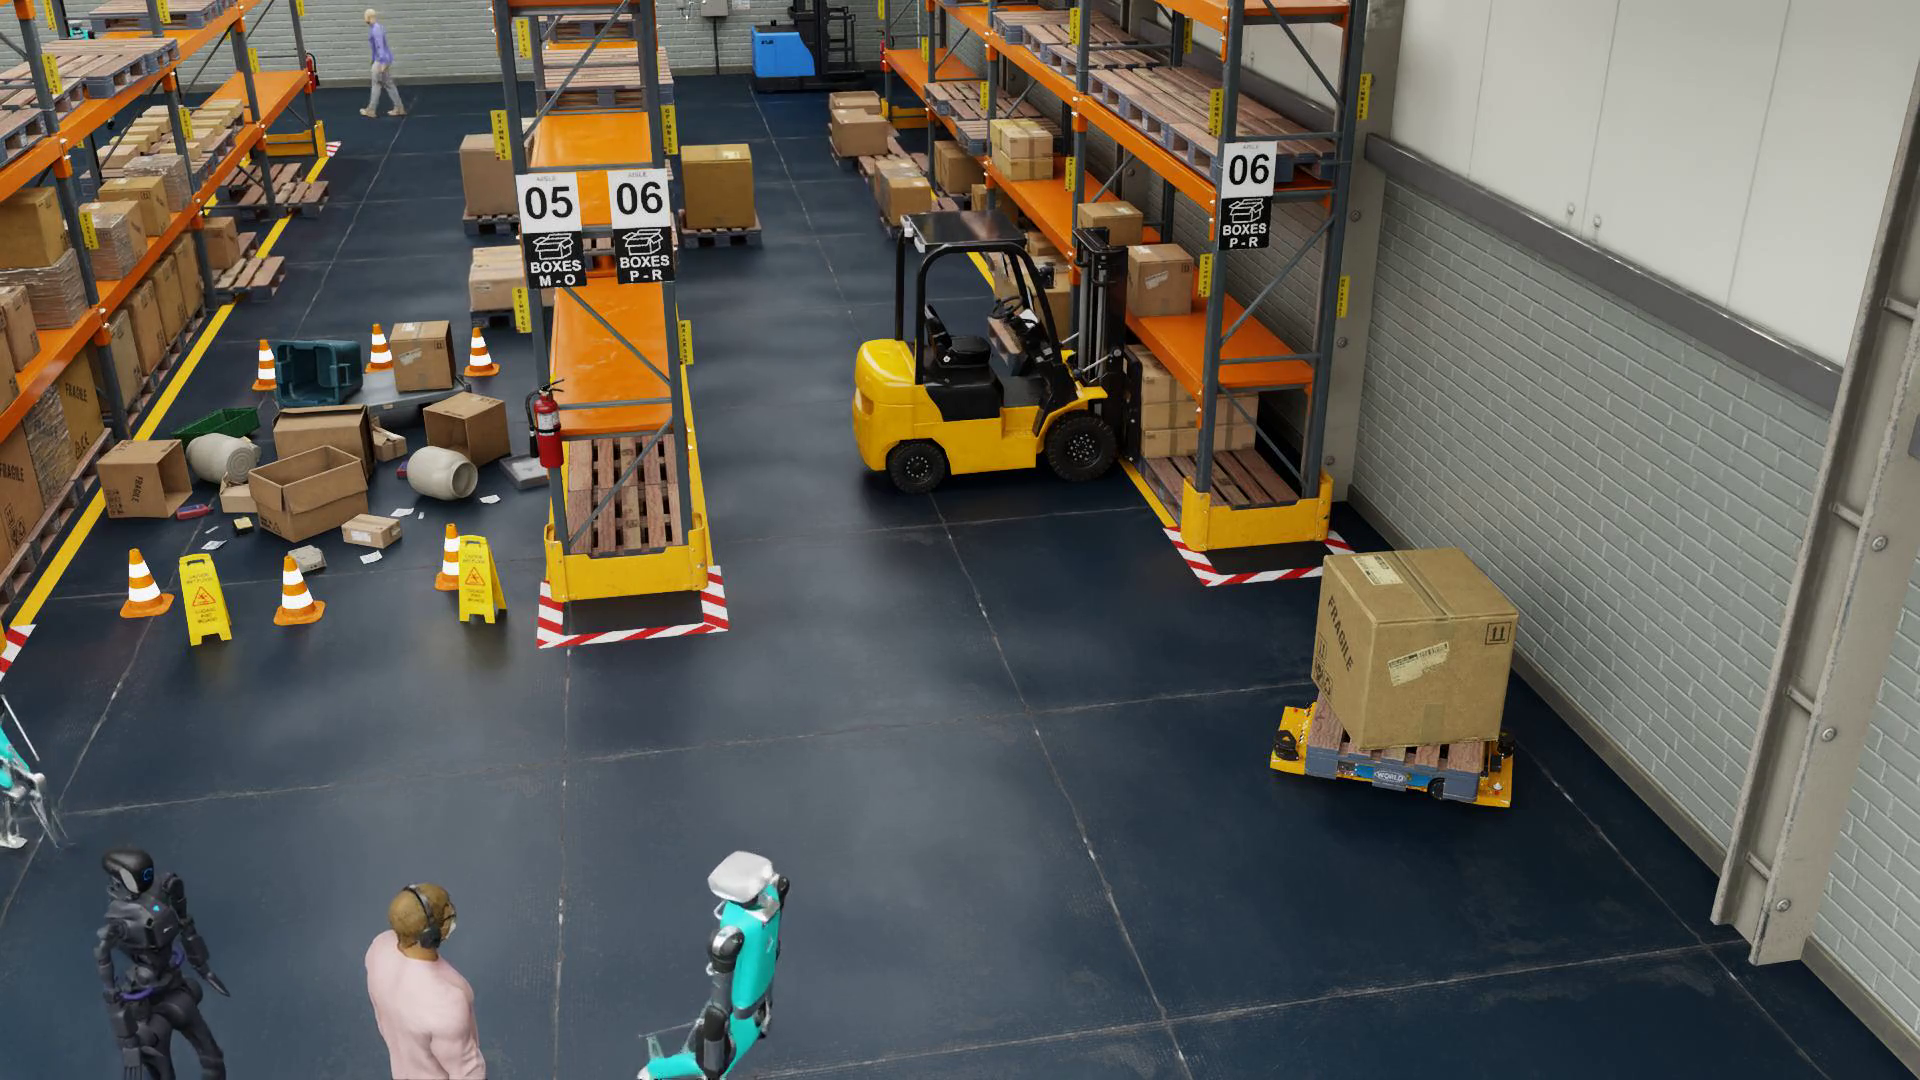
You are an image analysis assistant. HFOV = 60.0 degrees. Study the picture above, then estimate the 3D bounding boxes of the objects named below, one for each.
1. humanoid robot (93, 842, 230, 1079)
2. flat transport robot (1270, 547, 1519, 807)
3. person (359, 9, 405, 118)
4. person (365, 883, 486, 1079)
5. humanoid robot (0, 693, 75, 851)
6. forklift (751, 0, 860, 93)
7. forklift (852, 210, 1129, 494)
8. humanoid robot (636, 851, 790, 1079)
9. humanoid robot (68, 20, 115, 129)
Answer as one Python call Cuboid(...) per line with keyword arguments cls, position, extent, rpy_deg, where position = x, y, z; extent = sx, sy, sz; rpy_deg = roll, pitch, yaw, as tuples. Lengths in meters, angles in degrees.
Cuboid(cls="humanoid robot", position=(-3.465, 2.026, 7.274), extent=(0.379, 1.647, 0.596), rpy_deg=(6, 26, 11))
Cuboid(cls="flat transport robot", position=(2.709, 1.312, 10.398), extent=(1.431, 0.231, 0.659), rpy_deg=(8, 27, 16))
Cuboid(cls="person", position=(-9.919, -8.088, 28.255), extent=(0.767, 1.756, 0.665), rpy_deg=(-6, 26, -11))
Cuboid(cls="person", position=(-2.062, 2.184, 6.654), extent=(0.637, 1.936, 0.358), rpy_deg=(23, 34, 39))
Cuboid(cls="humanoid robot", position=(-5.423, 1.068, 9.331), extent=(0.796, 1.895, 0.549), rpy_deg=(8, 27, 15))
Cuboid(cls="forklift", position=(-2.872, -9.679, 30.288), extent=(1.873, 2.768, 1.129), rpy_deg=(-5, 26, -10))
Cuboid(cls="forklift", position=(0.216, -1.659, 14.366), extent=(2.313, 2.155, 1.214), rpy_deg=(-5, 26, -10))
Cuboid(cls="humanoid robot", position=(-1.112, 2.069, 7.144), extent=(0.872, 1.770, 0.535), rpy_deg=(9, 27, 19))
Cuboid(cls="humanoid robot", position=(-14.266, -7.614, 27.324), extent=(0.529, 1.774, 0.985), rpy_deg=(-21, 33, -37))
